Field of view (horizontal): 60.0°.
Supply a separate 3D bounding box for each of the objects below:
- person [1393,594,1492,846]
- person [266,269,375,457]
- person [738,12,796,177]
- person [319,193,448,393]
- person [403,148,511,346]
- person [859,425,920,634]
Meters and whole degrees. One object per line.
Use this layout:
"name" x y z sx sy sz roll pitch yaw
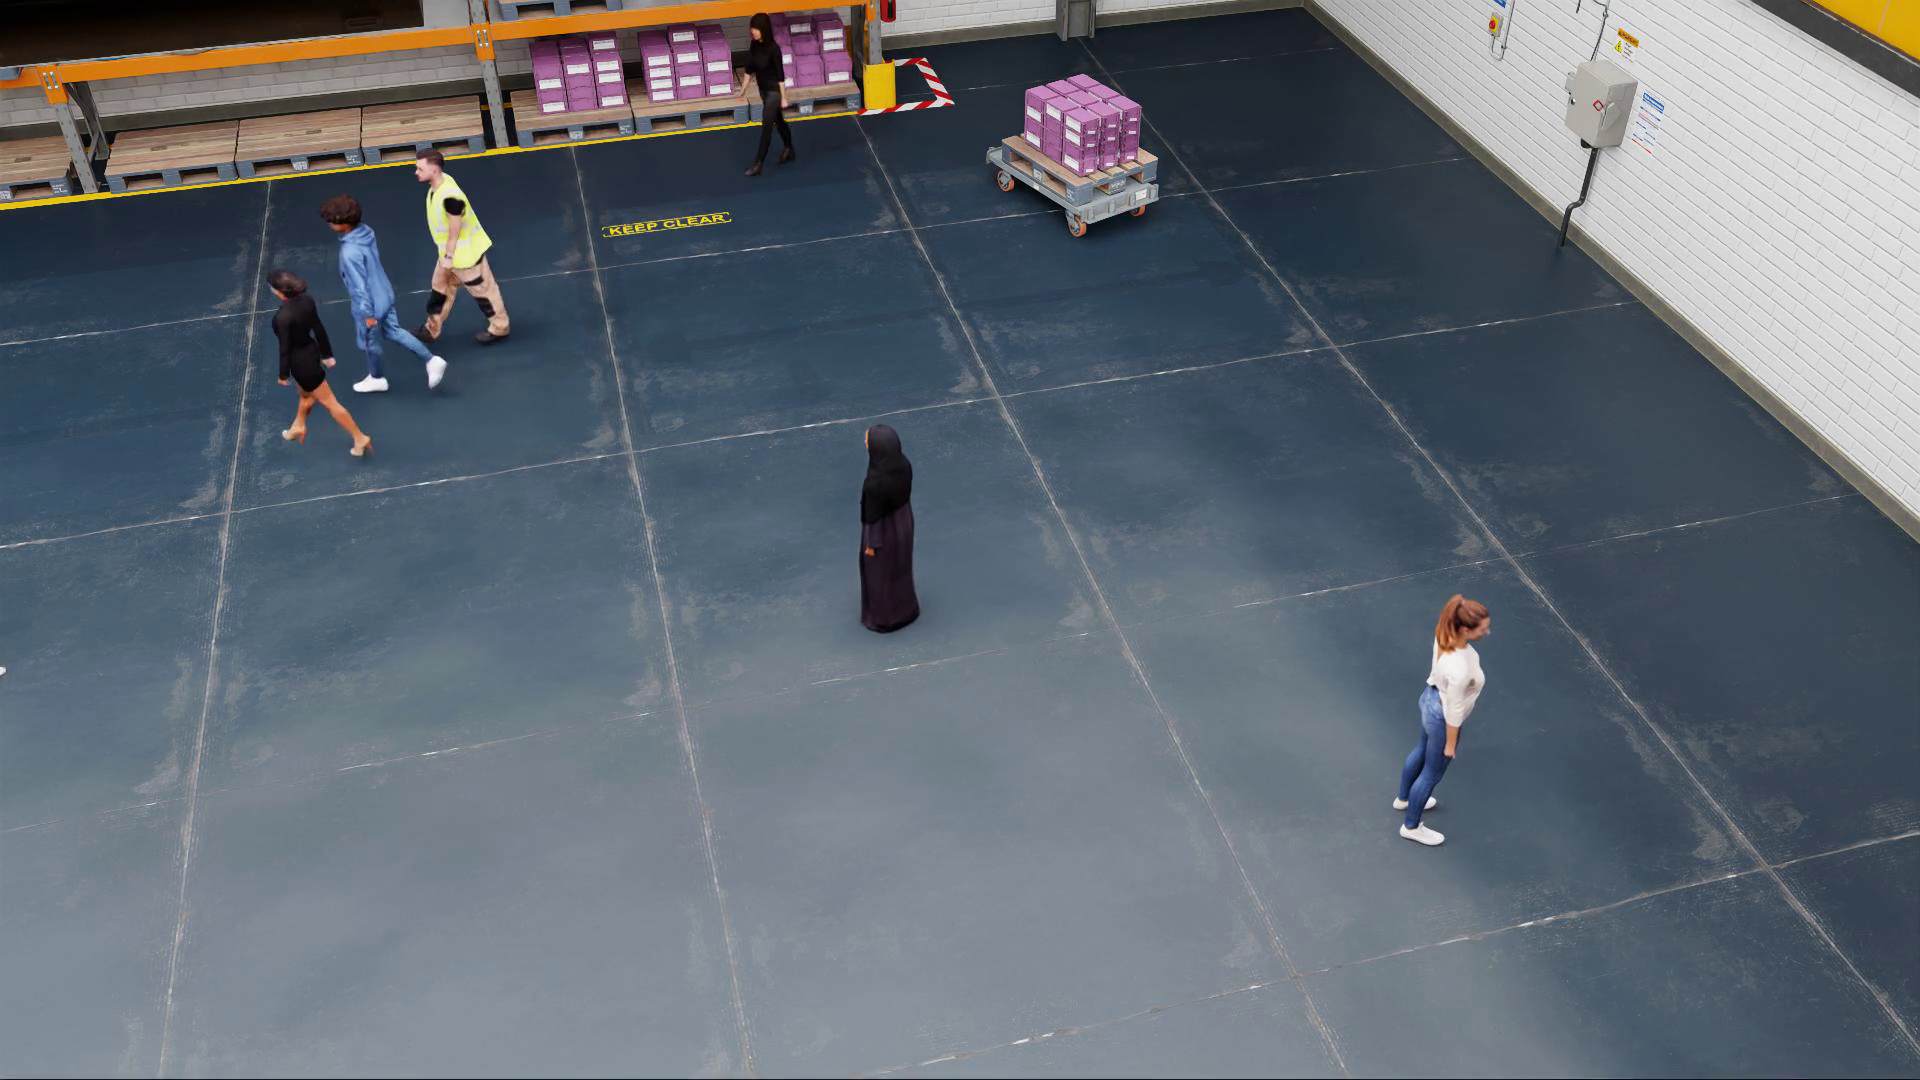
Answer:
"person" 2.758 1.017 9.541 0.629 1.722 0.672 3 39 3
"person" -4.828 -1.270 12.510 1.111 1.589 0.883 7 39 9
"person" -1.810 -4.461 16.492 1.045 1.606 0.844 -30 47 -32
"person" -4.570 -1.912 13.168 1.122 1.771 0.853 1 39 1
"person" -4.070 -2.413 13.768 1.193 1.806 0.916 -22 43 -25
"person" -0.474 -0.087 11.012 0.783 1.611 0.722 20 43 23
